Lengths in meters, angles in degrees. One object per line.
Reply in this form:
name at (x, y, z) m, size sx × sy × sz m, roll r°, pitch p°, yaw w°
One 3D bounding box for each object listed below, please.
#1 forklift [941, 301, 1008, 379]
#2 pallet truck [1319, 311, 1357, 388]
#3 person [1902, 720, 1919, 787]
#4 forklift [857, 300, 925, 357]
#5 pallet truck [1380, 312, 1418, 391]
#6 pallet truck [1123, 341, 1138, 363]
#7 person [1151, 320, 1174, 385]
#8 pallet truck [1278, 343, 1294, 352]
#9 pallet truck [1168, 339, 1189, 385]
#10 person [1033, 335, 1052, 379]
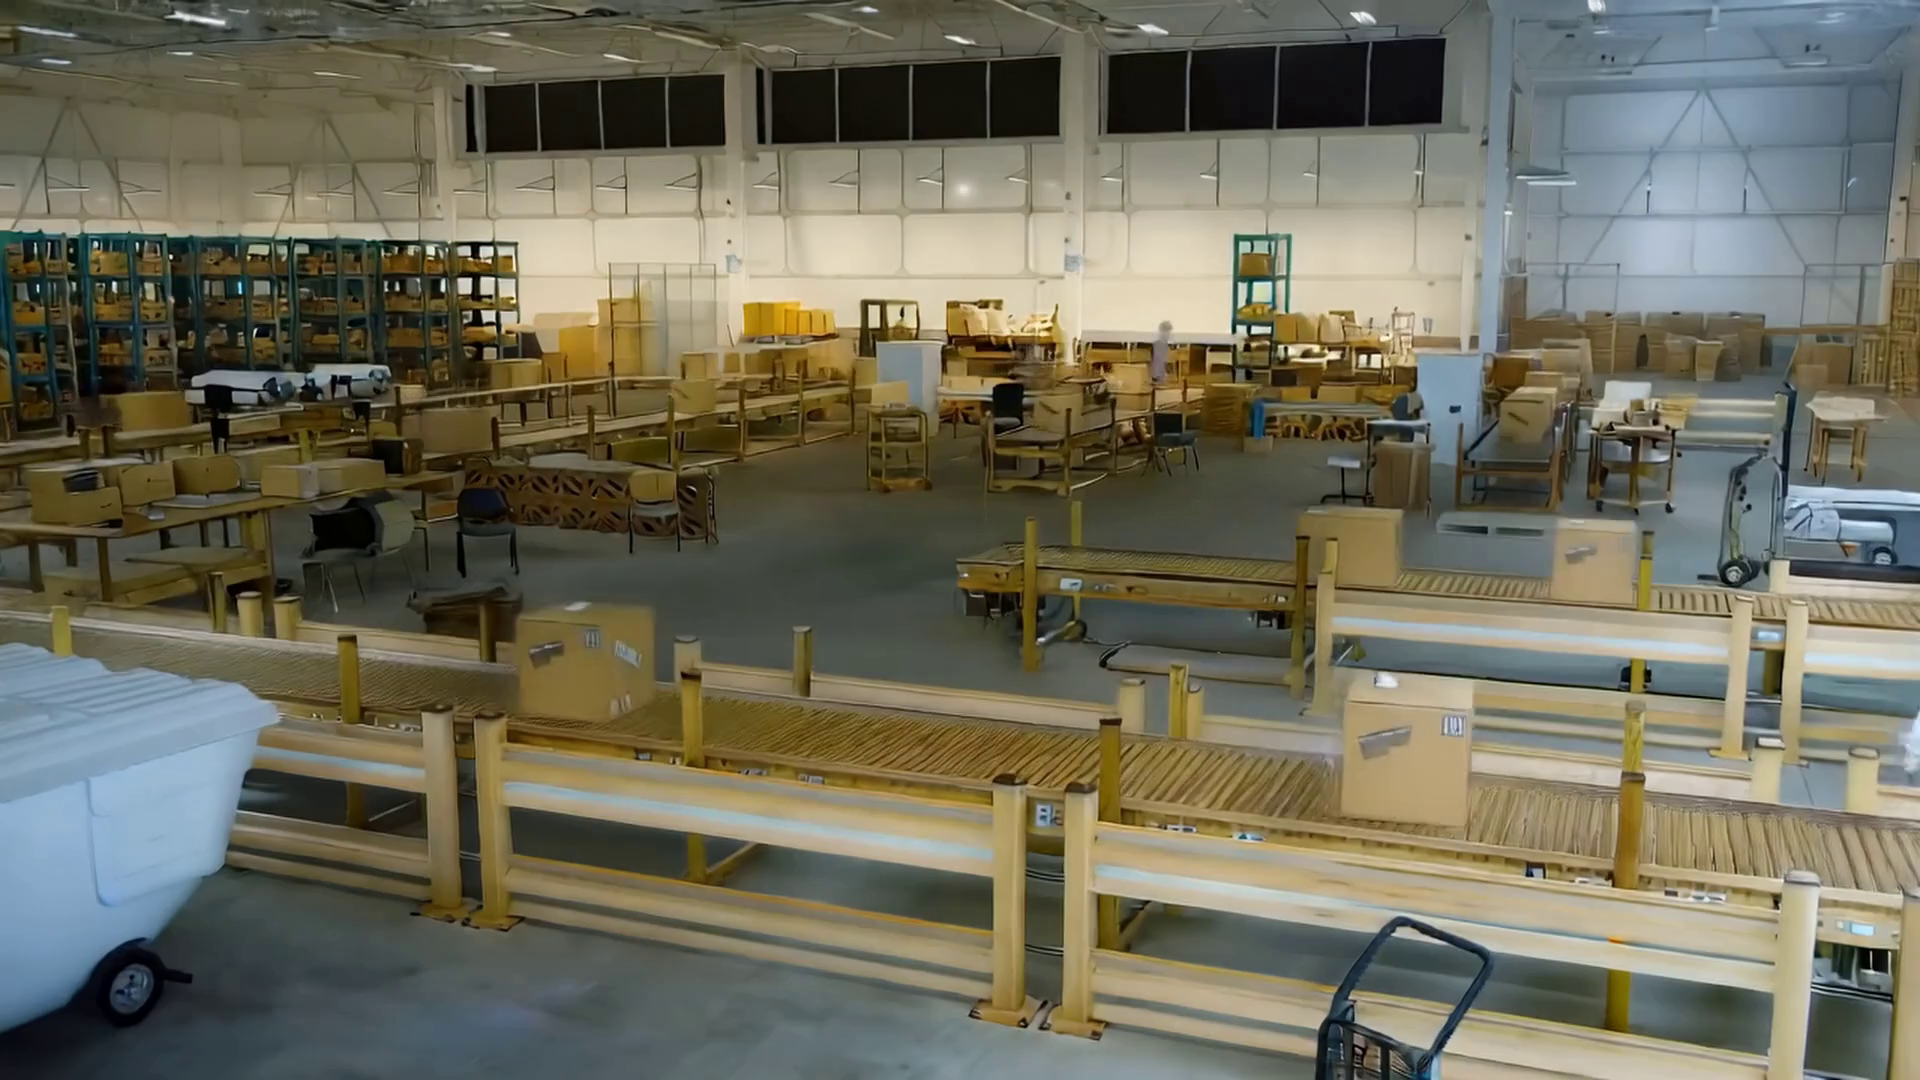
forklift at (0.365, -4.966, 41.571) m, size 1.157 × 1.987 × 2.680 m, roll 3°, pitch 10°, yaw 20°
pallet truck at (9.071, -4.419, 39.190) m, size 0.823 × 1.965 × 1.885 m, roll 5°, pitch 10°, yaw 26°
person at (4.522, 1.029, 7.370) m, size 0.569 × 1.594 × 0.536 m, roll -2°, pitch 10°, yaw -15°
forklift at (-1.732, -5.109, 42.468) m, size 1.157 × 1.987 × 2.680 m, roll 4°, pitch 10°, yaw 22°
pallet truck at (10.207, -4.283, 38.369) m, size 0.823 × 1.965 × 1.885 m, roll 3°, pitch 10°, yaw 20°
pallet truck at (4.445, -4.380, 41.279) m, size 0.680 × 1.201 × 1.601 m, roll 4°, pitch 10°, yaw 22°
person at (3.835, -3.231, 32.013) m, size 1.026 × 2.002 × 0.622 m, roll -2°, pitch 10°, yaw -13°
pallet truck at (7.886, -4.163, 39.743) m, size 0.653 × 1.274 × 1.630 m, roll 4°, pitch 10°, yaw 22°
pallet truck at (5.418, -4.269, 40.420) m, size 0.704 × 1.261 × 1.522 m, roll 3°, pitch 10°, yaw 20°
person at (1.746, -3.348, 33.051) m, size 0.731 × 1.881 × 0.668 m, roll 2°, pitch 10°, yaw 12°
